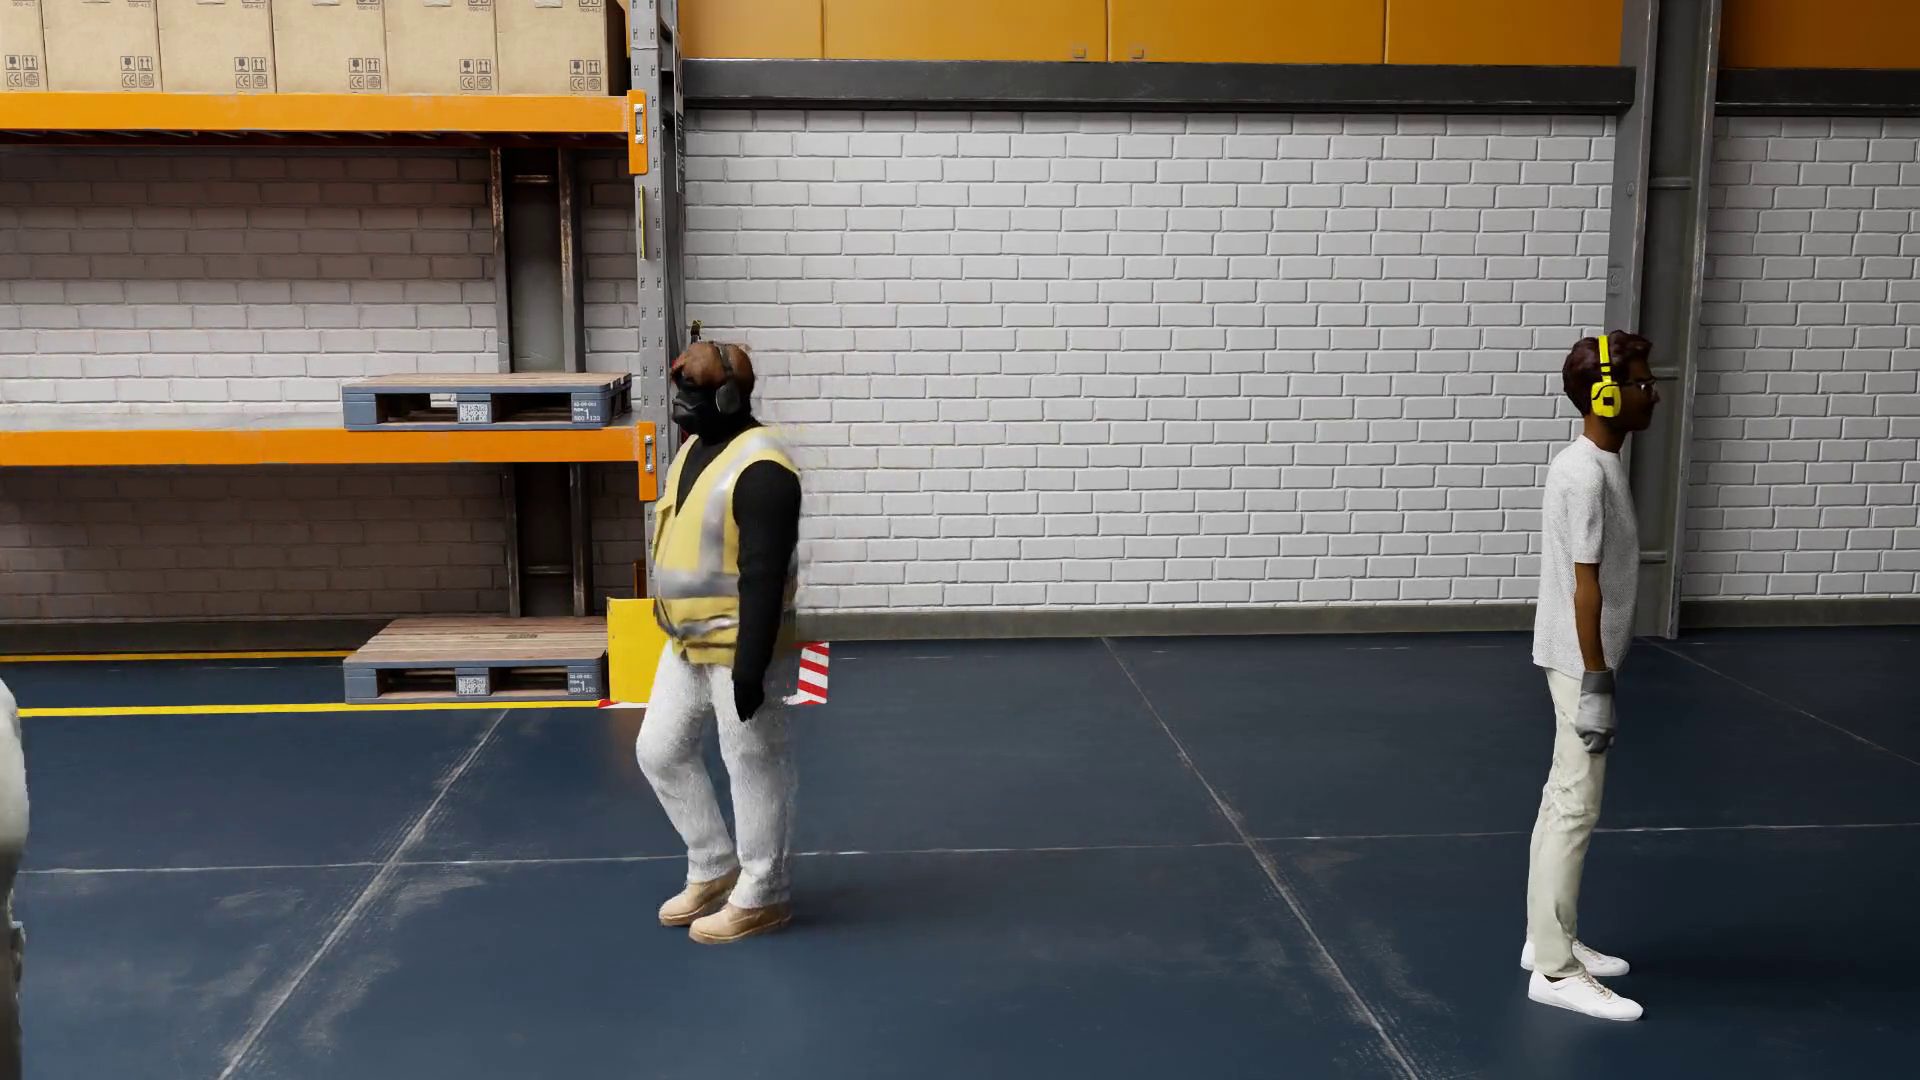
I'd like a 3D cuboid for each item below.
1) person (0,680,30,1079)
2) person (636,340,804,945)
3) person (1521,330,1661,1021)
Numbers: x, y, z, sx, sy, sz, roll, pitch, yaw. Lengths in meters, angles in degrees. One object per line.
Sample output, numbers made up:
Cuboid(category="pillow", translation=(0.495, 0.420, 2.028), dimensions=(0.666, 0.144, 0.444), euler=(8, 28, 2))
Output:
Cuboid(category="person", translation=(-1.282, 0.794, 1.852), dimensions=(0.931, 1.900, 0.633), euler=(1, 9, 9))
Cuboid(category="person", translation=(-0.740, 0.323, 4.982), dimensions=(0.521, 1.829, 0.652), euler=(-6, 11, -33))
Cuboid(category="person", translation=(1.755, 0.363, 4.603), dimensions=(0.328, 1.876, 0.513), euler=(3, 9, 16))
